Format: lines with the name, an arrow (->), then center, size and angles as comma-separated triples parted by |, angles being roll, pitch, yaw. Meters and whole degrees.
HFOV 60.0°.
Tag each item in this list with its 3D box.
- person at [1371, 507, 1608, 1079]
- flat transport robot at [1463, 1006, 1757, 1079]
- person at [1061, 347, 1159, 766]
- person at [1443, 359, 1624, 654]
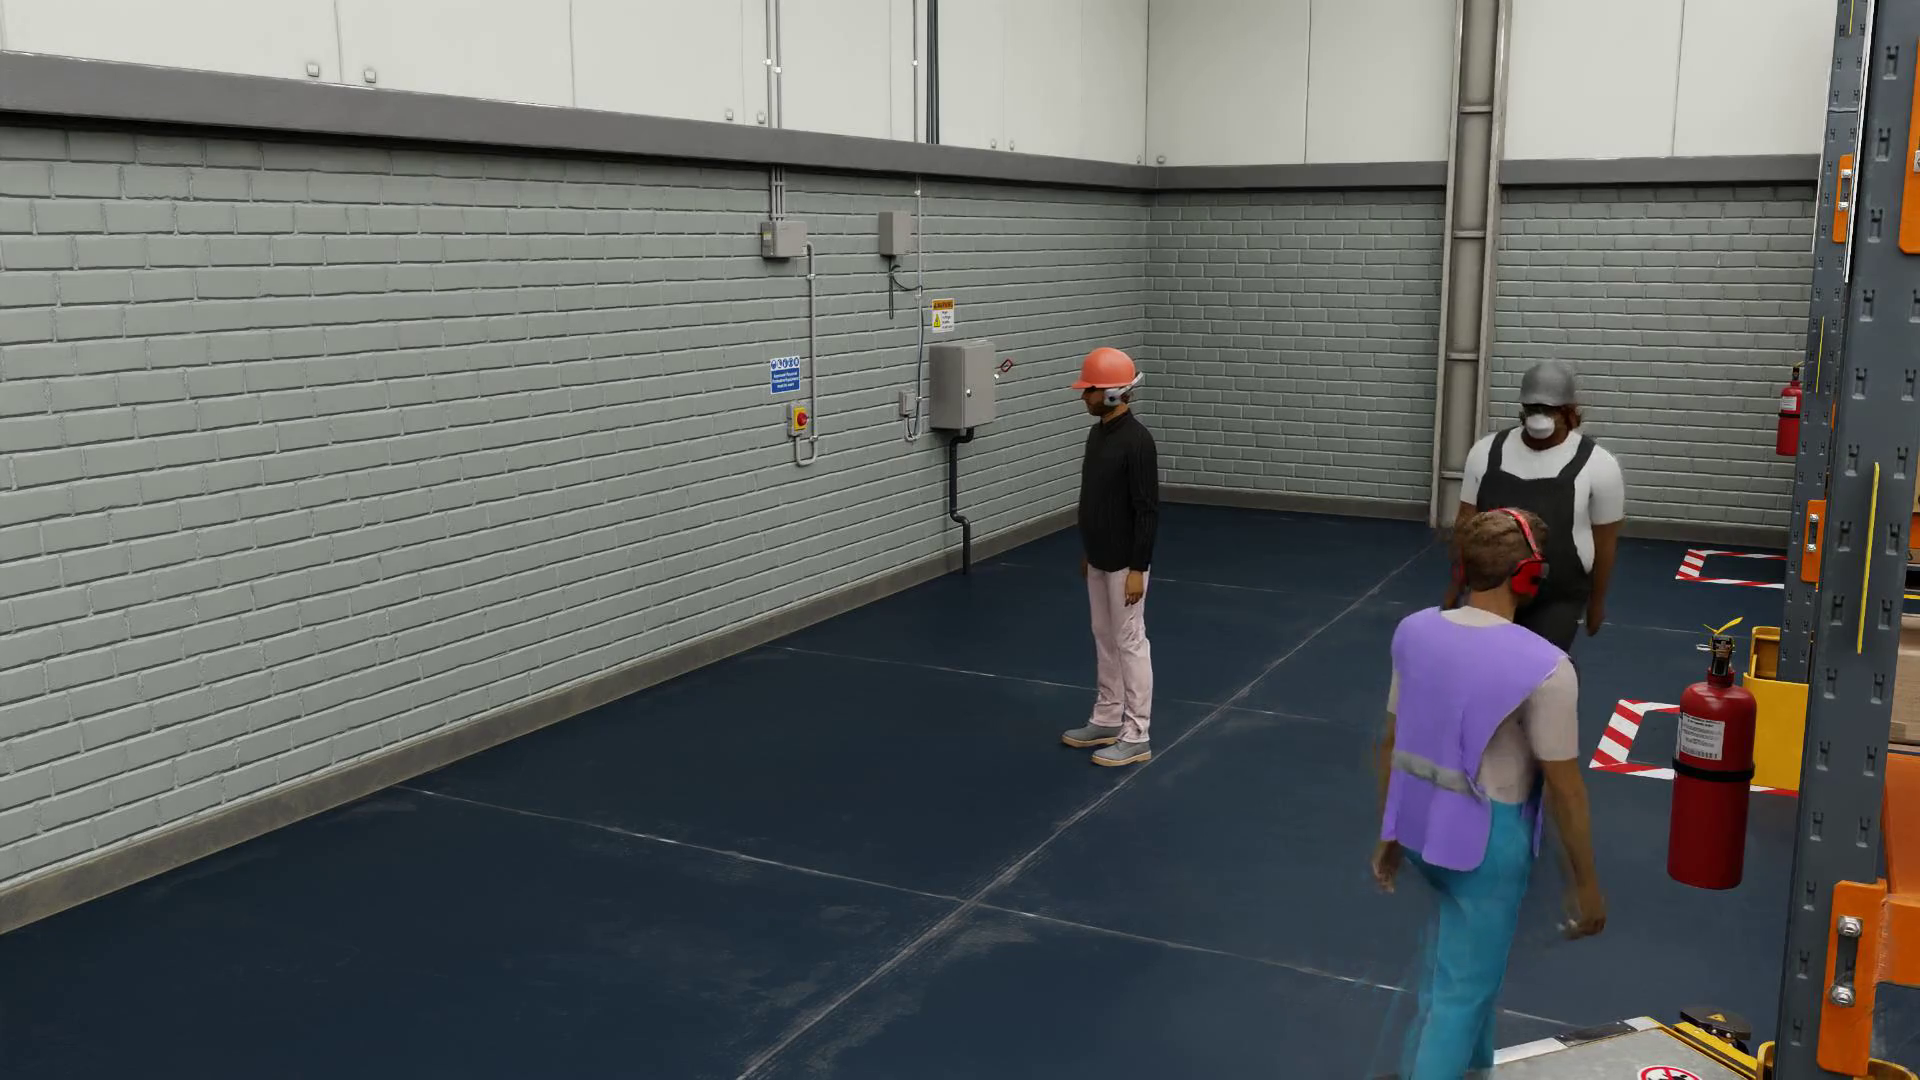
person -> 1.433, 0.820, 4.387 | 0.723, 1.813, 0.587 | -4, 11, -22
flat transport robot -> 1.735, 1.580, 4.460 | 1.431, 0.197, 0.652 | -4, 11, -22
person -> 0.726, 0.079, 7.945 | 0.392, 1.990, 0.614 | -3, 11, -18
person -> 2.564, 0.148, 7.438 | 0.684, 2.000, 1.003 | 9, 13, 39
